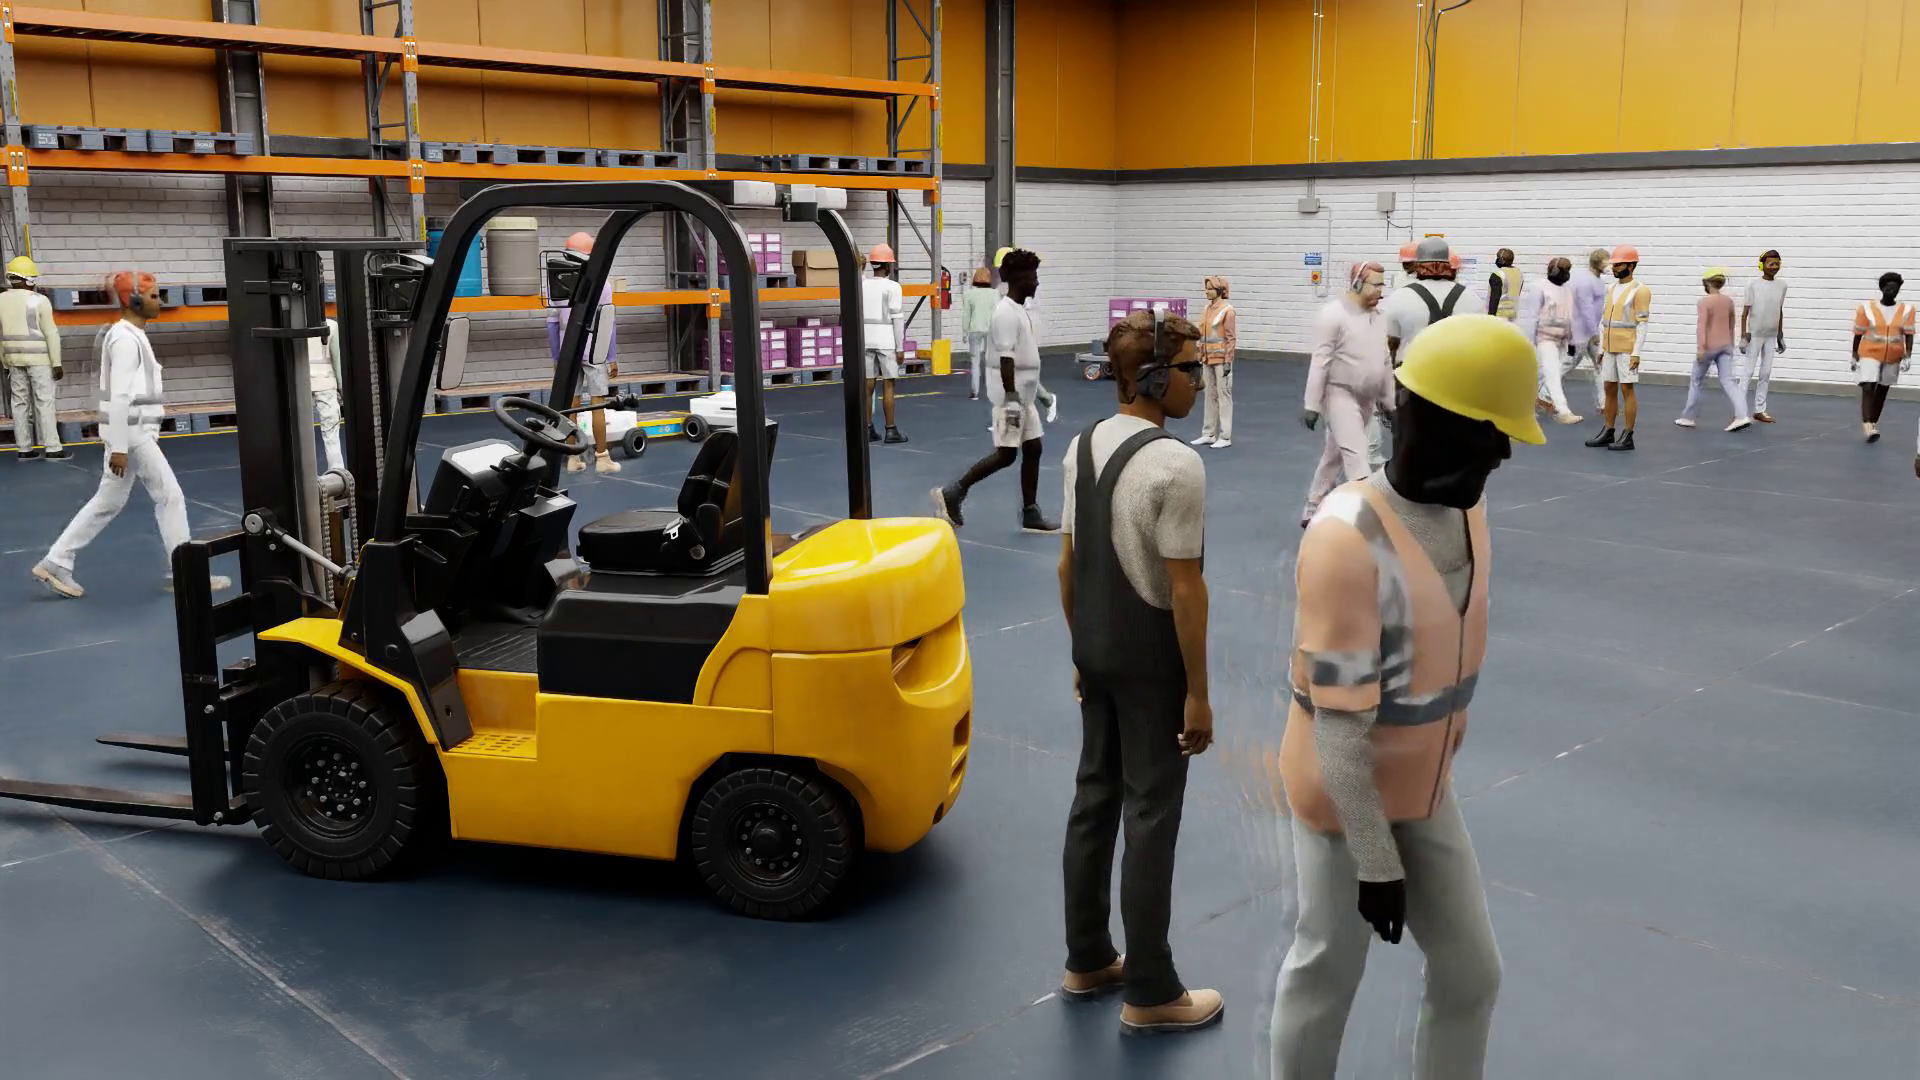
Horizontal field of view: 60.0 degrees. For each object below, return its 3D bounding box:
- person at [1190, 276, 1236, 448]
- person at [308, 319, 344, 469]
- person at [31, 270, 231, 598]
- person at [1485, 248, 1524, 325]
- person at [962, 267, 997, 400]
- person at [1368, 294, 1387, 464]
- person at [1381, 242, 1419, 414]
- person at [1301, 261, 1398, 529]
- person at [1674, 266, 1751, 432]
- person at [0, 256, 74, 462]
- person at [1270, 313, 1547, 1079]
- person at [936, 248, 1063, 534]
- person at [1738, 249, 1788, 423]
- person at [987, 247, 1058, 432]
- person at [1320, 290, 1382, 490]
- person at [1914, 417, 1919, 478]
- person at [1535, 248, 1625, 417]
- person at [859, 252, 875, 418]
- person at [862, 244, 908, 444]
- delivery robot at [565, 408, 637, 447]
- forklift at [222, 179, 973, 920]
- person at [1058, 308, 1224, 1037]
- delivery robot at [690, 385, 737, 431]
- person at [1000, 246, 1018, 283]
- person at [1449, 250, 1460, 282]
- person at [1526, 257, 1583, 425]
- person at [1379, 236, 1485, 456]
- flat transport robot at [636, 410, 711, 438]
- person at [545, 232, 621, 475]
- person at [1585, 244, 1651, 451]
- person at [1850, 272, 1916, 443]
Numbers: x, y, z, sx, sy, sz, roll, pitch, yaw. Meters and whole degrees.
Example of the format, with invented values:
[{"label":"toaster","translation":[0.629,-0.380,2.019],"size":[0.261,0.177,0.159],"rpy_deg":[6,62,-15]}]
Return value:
[{"label":"person","translation":[2.449,-1.696,15.885],"size":[0.315,1.641,0.515],"rpy_deg":[-5,11,-24]},{"label":"person","translation":[-5.046,-1.159,12.953],"size":[0.514,1.642,0.310],"rpy_deg":[-3,11,-18]},{"label":"person","translation":[-4.717,-0.580,9.289],"size":[0.972,1.844,0.588],"rpy_deg":[-5,11,-25]},{"label":"person","translation":[7.472,-3.096,22.963],"size":[0.627,1.847,0.429],"rpy_deg":[-9,13,-39]},{"label":"person","translation":[0.275,-2.548,20.550],"size":[0.507,1.632,0.267],"rpy_deg":[-1,10,-6]},{"label":"person","translation":[3.590,-1.545,14.780],"size":[0.484,1.744,0.294],"rpy_deg":[6,12,32]},{"label":"person","translation":[5.003,-2.371,18.756],"size":[0.948,1.933,0.684],"rpy_deg":[-7,12,-33]},{"label":"person","translation":[2.670,-0.909,11.022],"size":[0.657,1.842,1.015],"rpy_deg":[-9,14,-40]},{"label":"person","translation":[7.881,-1.990,17.295],"size":[0.567,1.708,0.901],"rpy_deg":[-4,11,-19]},{"label":"person","translation":[-8.308,-1.609,14.885],"size":[0.589,1.833,0.404],"rpy_deg":[1,10,6]},{"label":"person","translation":[0.882,0.507,3.218],"size":[0.613,1.872,0.742],"rpy_deg":[-10,14,-43]},{"label":"person","translation":[0.285,-0.991,11.225],"size":[0.790,1.942,0.614],"rpy_deg":[3,11,15]},{"label":"person","translation":[8.677,-2.192,17.969],"size":[0.535,1.868,0.309],"rpy_deg":[-2,11,-9]},{"label":"person","translation":[0.627,-2.072,17.233],"size":[0.718,1.901,0.624],"rpy_deg":[-7,13,-35]},{"label":"person","translation":[2.908,-1.049,12.406],"size":[0.502,1.626,0.282],"rpy_deg":[3,11,14]},{"label":"person","translation":[5.426,-0.551,8.772],"size":[0.660,1.988,0.910],"rpy_deg":[4,11,23]},{"label":"person","translation":[7.020,-2.334,18.735],"size":[1.030,1.884,0.652],"rpy_deg":[9,14,40]},{"label":"person","translation":[-1.080,-2.266,18.431],"size":[0.384,1.845,0.565],"rpy_deg":[2,11,9]},{"label":"person","translation":[-0.771,-1.909,16.233],"size":[0.546,1.939,0.375],"rpy_deg":[7,12,32]},{"label":"delivery robot","translation":[-3.253,-1.038,15.001],"size":[0.477,0.478,0.707],"rpy_deg":[7,12,32]},{"label":"forklift","translation":[-1.114,-0.058,5.440],"size":[2.313,2.155,1.214],"rpy_deg":[2,11,13]},{"label":"person","translation":[0.457,0.337,4.246],"size":[0.328,1.842,0.514],"rpy_deg":[-7,12,-32]},{"label":"delivery robot","translation":[-2.286,-1.278,16.312],"size":[0.707,0.478,0.477],"rpy_deg":[5,11,26]},{"label":"person","translation":[0.736,-3.171,23.303],"size":[0.532,1.869,0.311],"rpy_deg":[8,13,36]},{"label":"person","translation":[4.649,-1.831,15.970],"size":[1.005,1.893,0.548],"rpy_deg":[-6,12,-31]},{"label":"person","translation":[6.449,-2.171,18.100],"size":[0.631,1.789,0.977],"rpy_deg":[-7,12,-32]},{"label":"person","translation":[3.249,-1.105,11.571],"size":[0.700,2.000,0.536],"rpy_deg":[0,10,-2]},{"label":"flat transport robot","translation":[-3.117,-1.129,16.531],"size":[0.652,0.197,1.431],"rpy_deg":[9,14,41]},{"label":"person","translation":[-3.181,-1.570,14.092],"size":[0.605,2.045,0.379],"rpy_deg":[2,11,13]},{"label":"person","translation":[6.228,-1.814,15.718],"size":[0.357,1.937,0.550],"rpy_deg":[-4,11,-20]},{"label":"person","translation":[8.958,-1.750,16.111],"size":[0.536,1.650,0.852],"rpy_deg":[2,11,13]}]
